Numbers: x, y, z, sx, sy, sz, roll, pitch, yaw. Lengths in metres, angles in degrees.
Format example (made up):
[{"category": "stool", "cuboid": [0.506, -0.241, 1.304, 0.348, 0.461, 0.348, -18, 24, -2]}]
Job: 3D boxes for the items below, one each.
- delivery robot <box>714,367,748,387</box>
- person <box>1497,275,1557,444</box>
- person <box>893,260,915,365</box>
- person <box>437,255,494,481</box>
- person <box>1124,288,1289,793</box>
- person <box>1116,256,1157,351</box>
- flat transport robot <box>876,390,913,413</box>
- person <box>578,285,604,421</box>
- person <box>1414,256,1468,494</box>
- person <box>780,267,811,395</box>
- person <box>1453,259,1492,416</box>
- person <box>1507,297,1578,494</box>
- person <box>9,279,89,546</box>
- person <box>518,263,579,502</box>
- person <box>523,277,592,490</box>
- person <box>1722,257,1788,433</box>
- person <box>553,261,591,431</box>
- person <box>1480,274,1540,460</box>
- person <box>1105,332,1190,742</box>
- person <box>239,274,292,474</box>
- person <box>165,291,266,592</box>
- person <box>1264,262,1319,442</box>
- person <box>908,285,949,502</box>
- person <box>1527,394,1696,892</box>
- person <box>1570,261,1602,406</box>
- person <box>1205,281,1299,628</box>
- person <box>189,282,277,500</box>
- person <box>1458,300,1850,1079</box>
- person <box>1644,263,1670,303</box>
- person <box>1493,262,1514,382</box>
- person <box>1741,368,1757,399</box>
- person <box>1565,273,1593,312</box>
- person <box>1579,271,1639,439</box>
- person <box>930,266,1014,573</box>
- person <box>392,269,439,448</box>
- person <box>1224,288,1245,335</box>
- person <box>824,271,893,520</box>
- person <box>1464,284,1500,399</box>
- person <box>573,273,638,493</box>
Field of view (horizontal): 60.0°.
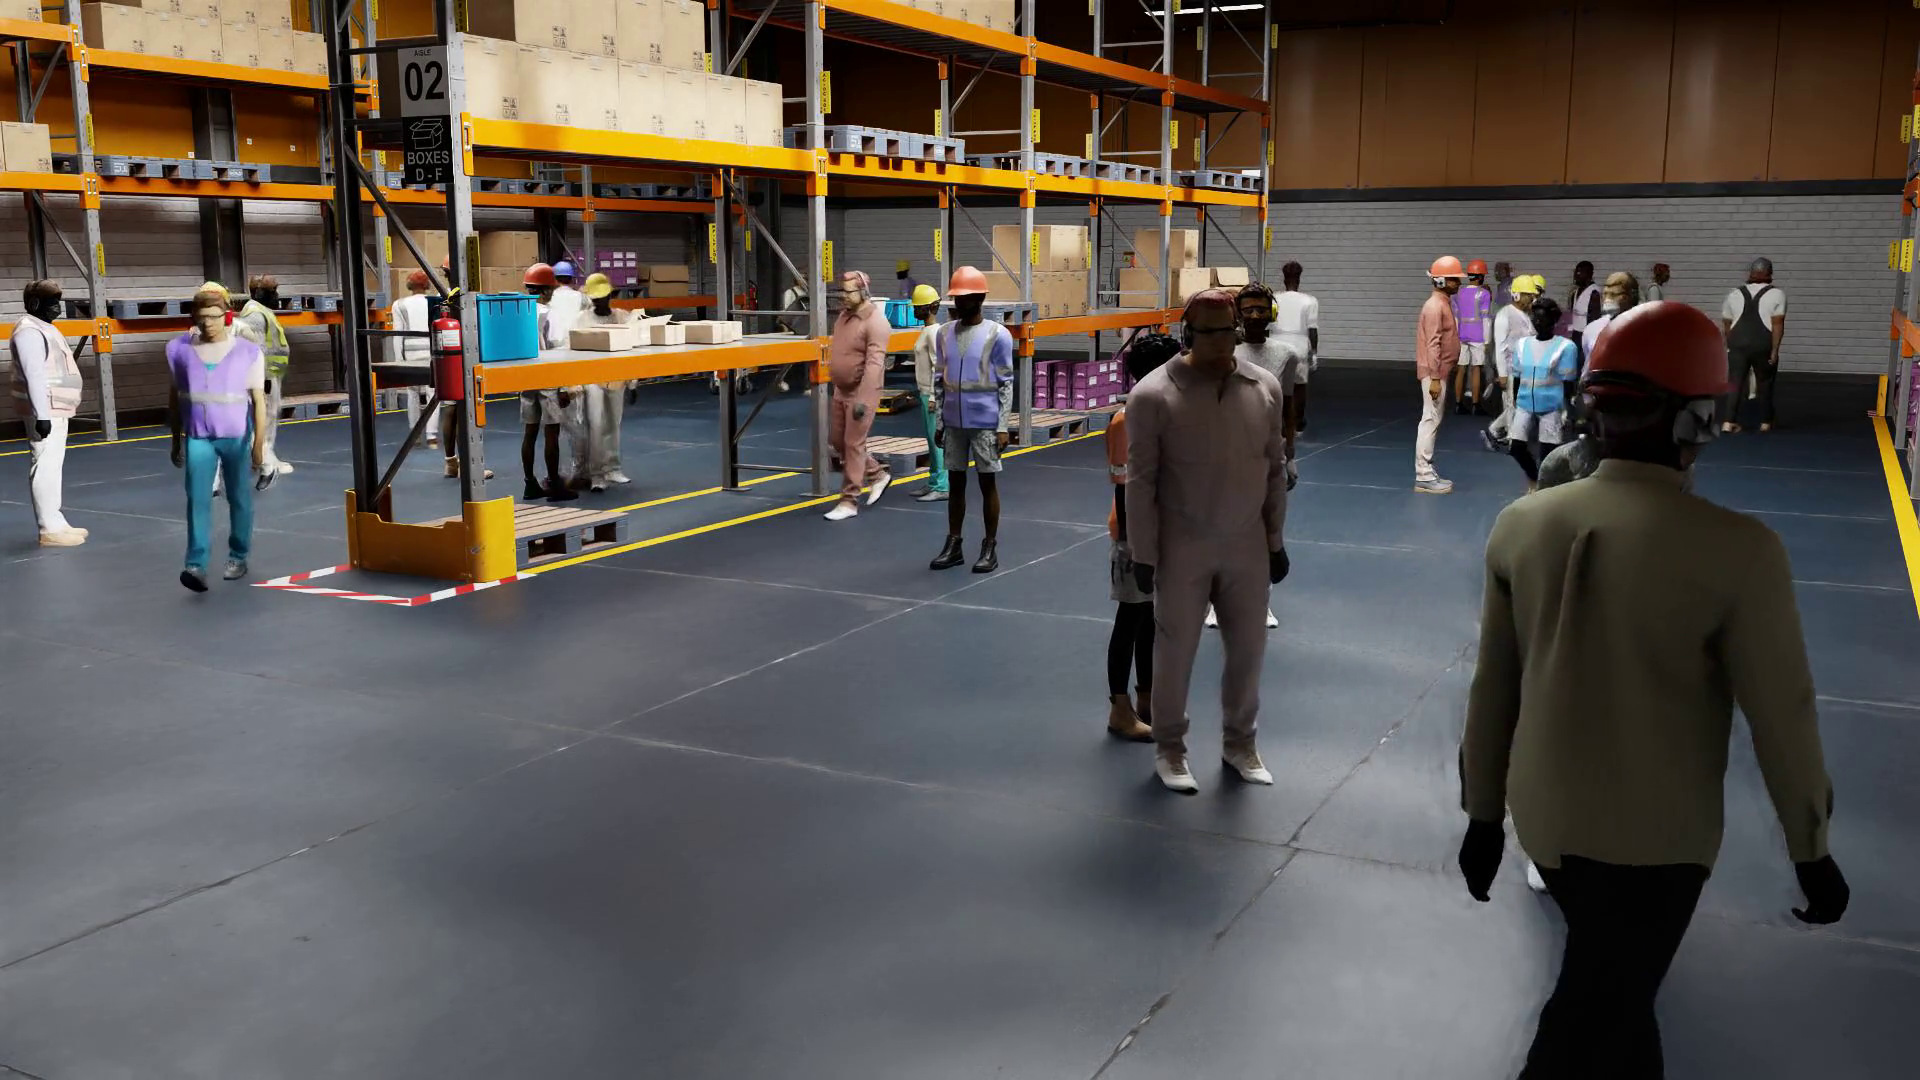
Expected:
[{"category": "delivery robot", "cuboid": [-3.278, -2.404, 23.819, 0.477, 0.478, 0.707, 1, 10, 7]}, {"category": "person", "cuboid": [6.017, -1.906, 17.644, 0.686, 1.789, 0.437, -4, 11, -24]}, {"category": "person", "cuboid": [-0.955, -4.077, 29.915, 0.501, 1.893, 0.637, 1, 10, 3]}, {"category": "person", "cuboid": [-4.440, -1.552, 14.854, 0.386, 2.041, 0.611, -8, 13, -40]}, {"category": "person", "cuboid": [0.939, 0.010, 6.274, 0.652, 1.899, 0.399, -3, 10, -16]}, {"category": "person", "cuboid": [2.563, -3.129, 24.121, 0.622, 1.992, 0.387, 0, 10, 2]}, {"category": "flat transport robot", "cuboid": [-1.069, -1.790, 21.356, 0.652, 0.197, 1.431, 2, 10, 10]}, {"category": "person", "cuboid": [-4.467, -2.235, 19.982, 0.525, 1.636, 0.307, 2, 10, 11]}, {"category": "person", "cuboid": [4.065, -1.399, 14.105, 0.393, 1.992, 0.622, 4, 10, 20]}, {"category": "person", "cuboid": [-2.298, -2.946, 23.586, 0.579, 1.827, 0.601, 7, 12, 36]}, {"category": "person", "cuboid": [6.376, -2.504, 20.665, 0.360, 1.939, 0.543, -7, 12, -35]}, {"category": "person", "cuboid": [4.468, -1.009, 12.732, 0.420, 1.689, 0.538, -10, 14, -44]}, {"category": "person", "cuboid": [-6.335, -0.884, 11.578, 0.430, 1.841, 0.624, -4, 10, -19]}, {"category": "person", "cuboid": [-3.403, -1.280, 13.585, 0.551, 1.937, 0.357, 5, 11, 28]}, {"category": "person", "cuboid": [-3.462, -1.344, 14.071, 0.689, 1.893, 0.654, -4, 10, -20]}, {"category": "person", "cuboid": [8.950, -2.224, 18.750, 0.694, 2.000, 1.066, 10, 14, 44]}, {"category": "person", "cuboid": [-4.419, -2.143, 18.620, 0.674, 1.923, 0.474, -6, 11, -31]}, {"category": "person", "cuboid": [5.471, -1.713, 16.455, 0.608, 1.823, 0.627, -8, 13, -39]}, {"category": "person", "cuboid": [0.803, -0.019, 6.981, 0.316, 1.695, 0.542, 7, 12, 35]}, {"category": "person", "cuboid": [-6.392, -1.524, 15.314, 0.429, 1.834, 0.642, -3, 10, -17]}, {"category": "person", "cuboid": [-4.473, -0.588, 9.989, 0.585, 1.788, 0.981, -2, 10, -12]}, {"category": "person", "cuboid": [3.587, -2.040, 18.054, 0.633, 1.905, 1.000, 3, 10, 17]}, {"category": "person", "cuboid": [-0.255, -1.191, 13.578, 0.329, 1.764, 0.524, -1, 10, -8]}, {"category": "person", "cuboid": [2.049, 0.257, 5.246, 0.484, 1.744, 0.296, 1, 10, 4]}, {"category": "person", "cuboid": [8.295, -2.732, 22.047, 0.375, 1.916, 0.592, 0, 10, -2]}, {"category": "person", "cuboid": [1.568, -0.452, 8.980, 0.521, 1.873, 0.328, 0, 10, 2]}, {"category": "person", "cuboid": [-6.060, -1.246, 13.814, 0.597, 1.799, 0.903, 1, 10, 9]}, {"category": "person", "cuboid": [1.278, 0.526, 3.156, 1.050, 1.938, 0.625, -5, 11, -28]}, {"category": "person", "cuboid": [10.235, -3.095, 24.292, 0.554, 1.867, 0.592, 6, 11, 30]}, {"category": "person", "cuboid": [8.492, -3.380, 25.908, 0.525, 1.882, 0.671, 2, 10, 12]}, {"category": "person", "cuboid": [10.958, -2.745, 22.969, 0.523, 1.621, 0.400, 8, 13, 39]}, {"category": "person", "cuboid": [9.045, -3.106, 24.514, 0.794, 1.820, 0.639, 3, 10, 18]}, {"category": "person", "cuboid": [4.151, -0.749, 10.605, 0.958, 1.894, 0.651, -8, 12, -37]}, {"category": "person", "cuboid": [0.066, -0.755, 10.541, 0.546, 1.939, 0.375, 5, 11, 29]}, {"category": "person", "cuboid": [-5.630, -1.906, 17.473, 0.584, 1.845, 0.909, -3, 10, -16]}, {"category": "person", "cuboid": [3.203, -2.190, 19.775, 0.520, 1.617, 0.689, 6, 11, 31]}, {"category": "person", "cuboid": [-0.772, -1.110, 12.758, 0.806, 1.883, 0.692, -7, 12, -37]}, {"category": "person", "cuboid": [7.285, -2.763, 23.170, 0.506, 1.605, 0.754, 1, 10, 4]}, {"category": "person", "cuboid": [-3.067, -1.350, 14.281, 0.620, 1.848, 0.880, -5, 11, -26]}]
